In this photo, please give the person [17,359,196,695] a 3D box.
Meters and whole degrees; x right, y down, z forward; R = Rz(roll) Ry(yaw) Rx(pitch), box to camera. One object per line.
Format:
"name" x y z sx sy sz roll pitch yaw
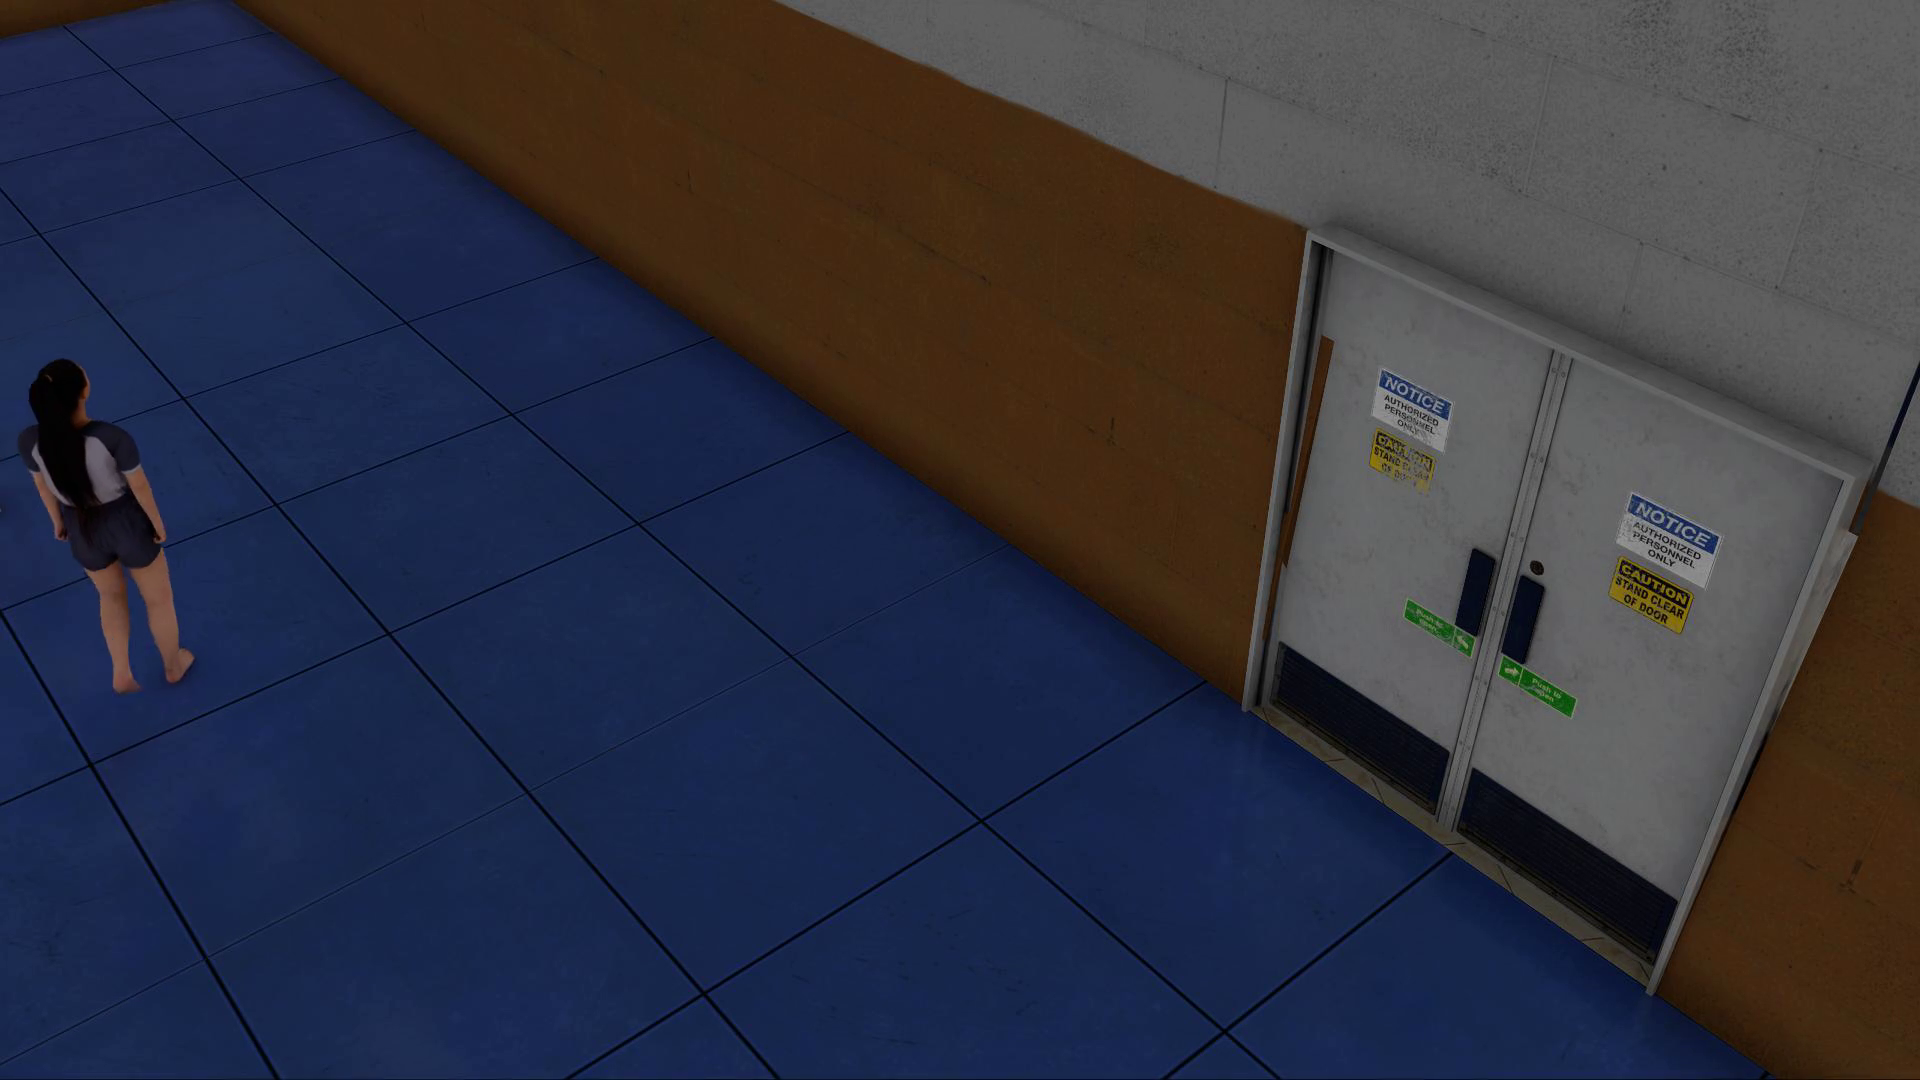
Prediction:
"person" -3.536 0.021 6.883 0.784 1.635 0.839 -3 37 -4
